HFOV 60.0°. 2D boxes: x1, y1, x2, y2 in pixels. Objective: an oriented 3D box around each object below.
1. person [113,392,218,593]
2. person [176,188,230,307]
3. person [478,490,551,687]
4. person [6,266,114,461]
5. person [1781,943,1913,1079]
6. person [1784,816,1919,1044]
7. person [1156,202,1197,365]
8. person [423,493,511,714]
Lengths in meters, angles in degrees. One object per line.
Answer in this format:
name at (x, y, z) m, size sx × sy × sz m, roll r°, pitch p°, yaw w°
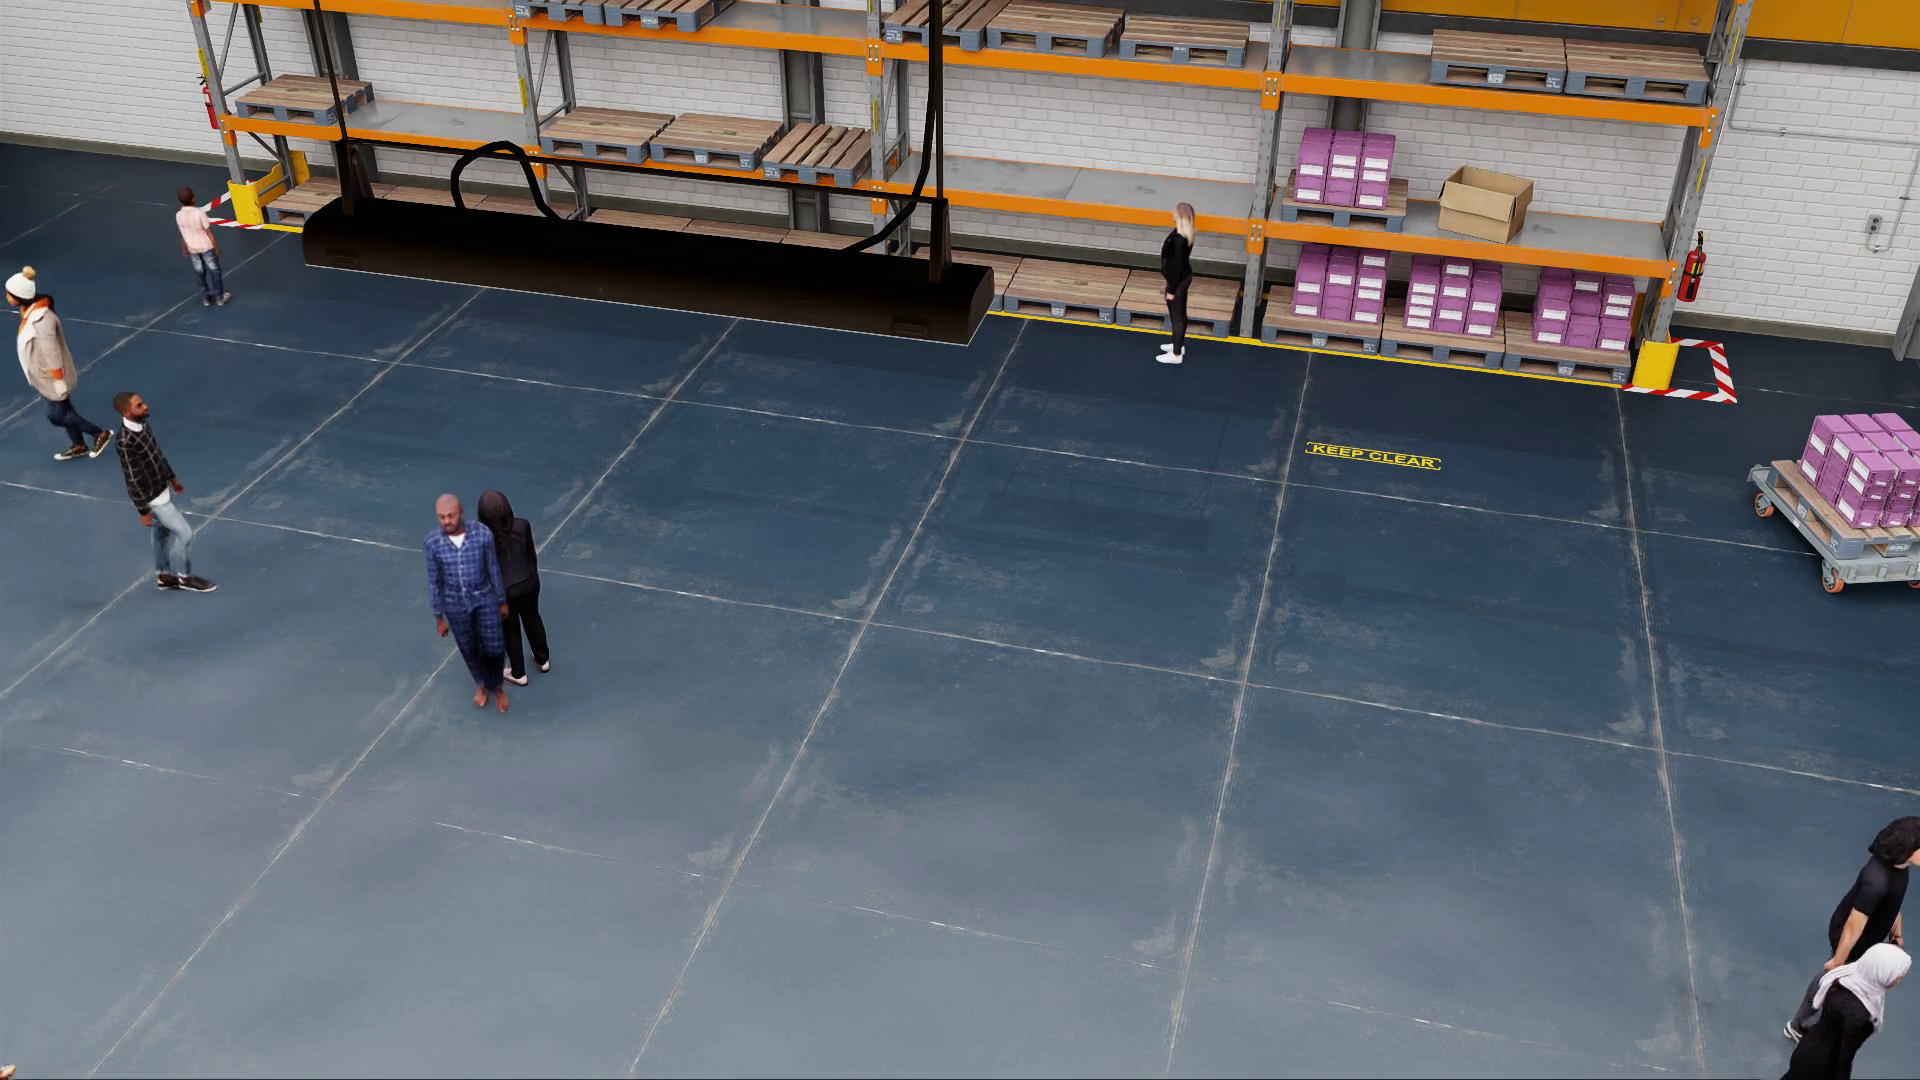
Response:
person at (-6.475, -0.353, 13.139) m, size 0.877 × 1.809 × 0.841 m, roll -6°, pitch 34°, yaw -9°
person at (-8.120, -3.122, 17.763) m, size 0.495 × 1.301 × 0.622 m, roll -1°, pitch 34°, yaw -1°
person at (-3.308, 0.346, 12.261) m, size 0.774 × 1.616 × 0.761 m, roll 26°, pitch 42°, yaw 33°
person at (-8.045, -1.572, 14.902) m, size 0.965 × 1.886 × 0.902 m, roll -21°, pitch 39°, yaw -28°
person at (4.343, 2.701, 8.623) m, size 1.232 × 1.721 × 0.885 m, roll 20°, pitch 38°, yaw 27°
person at (4.950, 2.174, 9.328) m, size 0.737 × 1.818 × 0.715 m, roll 21°, pitch 39°, yaw 29°
person at (2.191, -2.563, 16.574) m, size 0.554 × 1.685 × 0.620 m, roll 12°, pitch 35°, yaw 17°
person at (-3.541, 0.395, 12.016) m, size 0.788 × 1.804 × 0.875 m, roll -7°, pitch 34°, yaw -11°
